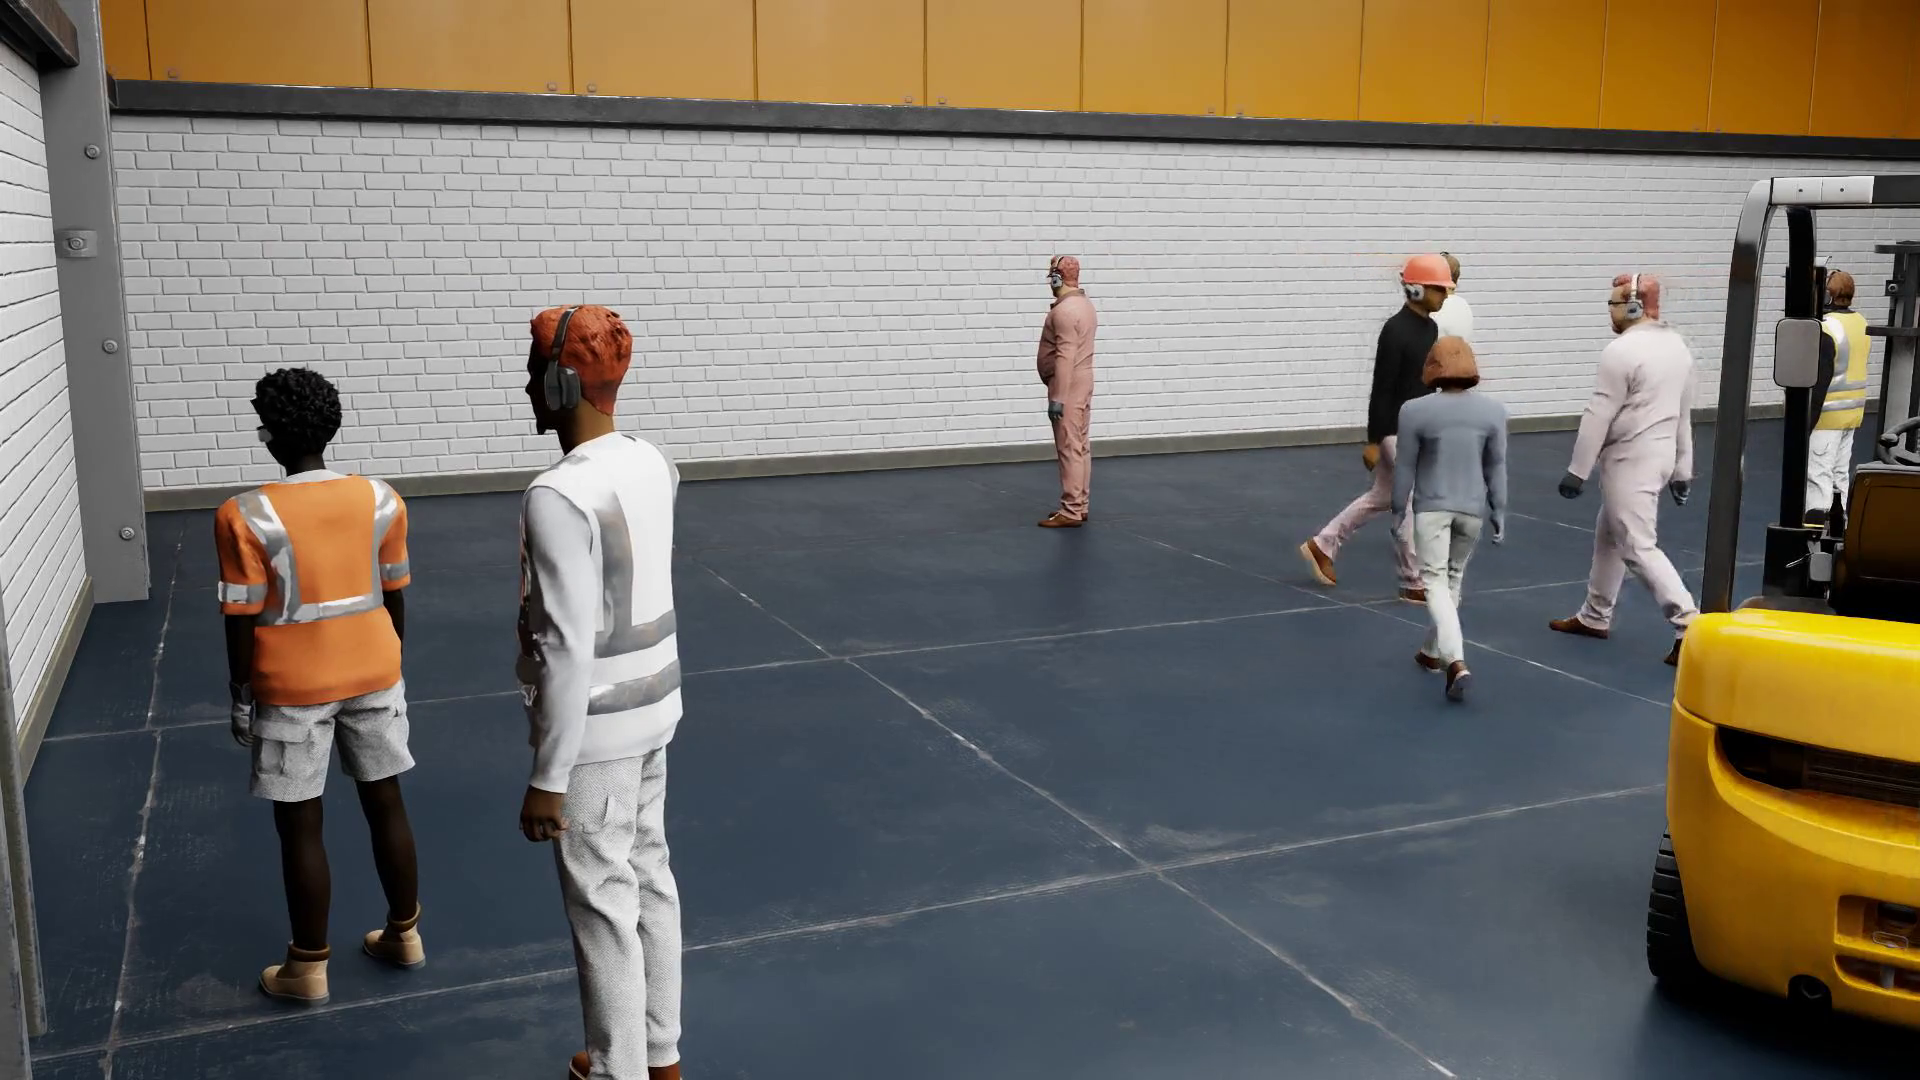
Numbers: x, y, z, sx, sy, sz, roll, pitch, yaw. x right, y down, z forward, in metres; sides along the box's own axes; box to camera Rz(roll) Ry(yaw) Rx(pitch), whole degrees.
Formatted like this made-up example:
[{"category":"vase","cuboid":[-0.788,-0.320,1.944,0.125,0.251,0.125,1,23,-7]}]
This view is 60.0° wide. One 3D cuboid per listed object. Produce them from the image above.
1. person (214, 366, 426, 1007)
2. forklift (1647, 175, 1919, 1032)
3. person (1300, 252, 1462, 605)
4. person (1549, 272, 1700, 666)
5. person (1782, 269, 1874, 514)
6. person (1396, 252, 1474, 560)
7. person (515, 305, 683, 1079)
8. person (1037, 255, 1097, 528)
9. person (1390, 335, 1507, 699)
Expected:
[{"category":"person","cuboid":[-1.700,0.386,4.448,0.321,1.691,0.532,9,13,40]},{"category":"forklift","cuboid":[2.810,0.094,4.662,1.214,2.155,2.313,7,12,34]},{"category":"person","cuboid":[2.368,-0.628,9.315,0.925,1.961,0.616,6,12,30]},{"category":"person","cuboid":[3.309,-0.353,8.043,0.647,1.869,0.921,-9,14,-42]},{"category":"person","cuboid":[5.155,-0.692,9.966,0.619,1.845,0.430,-8,13,-39]},{"category":"person","cuboid":[2.990,-0.826,10.434,0.373,1.940,0.628,7,12,32]},{"category":"person","cuboid":[-0.800,0.428,3.677,0.352,1.883,0.579,2,10,10]},{"category":"person","cuboid":[0.736,-1.037,11.696,0.400,1.905,0.643,3,11,18]},{"category":"person","cuboid":[2.208,-0.119,7.474,0.509,1.599,0.817,-1,10,-3]}]
